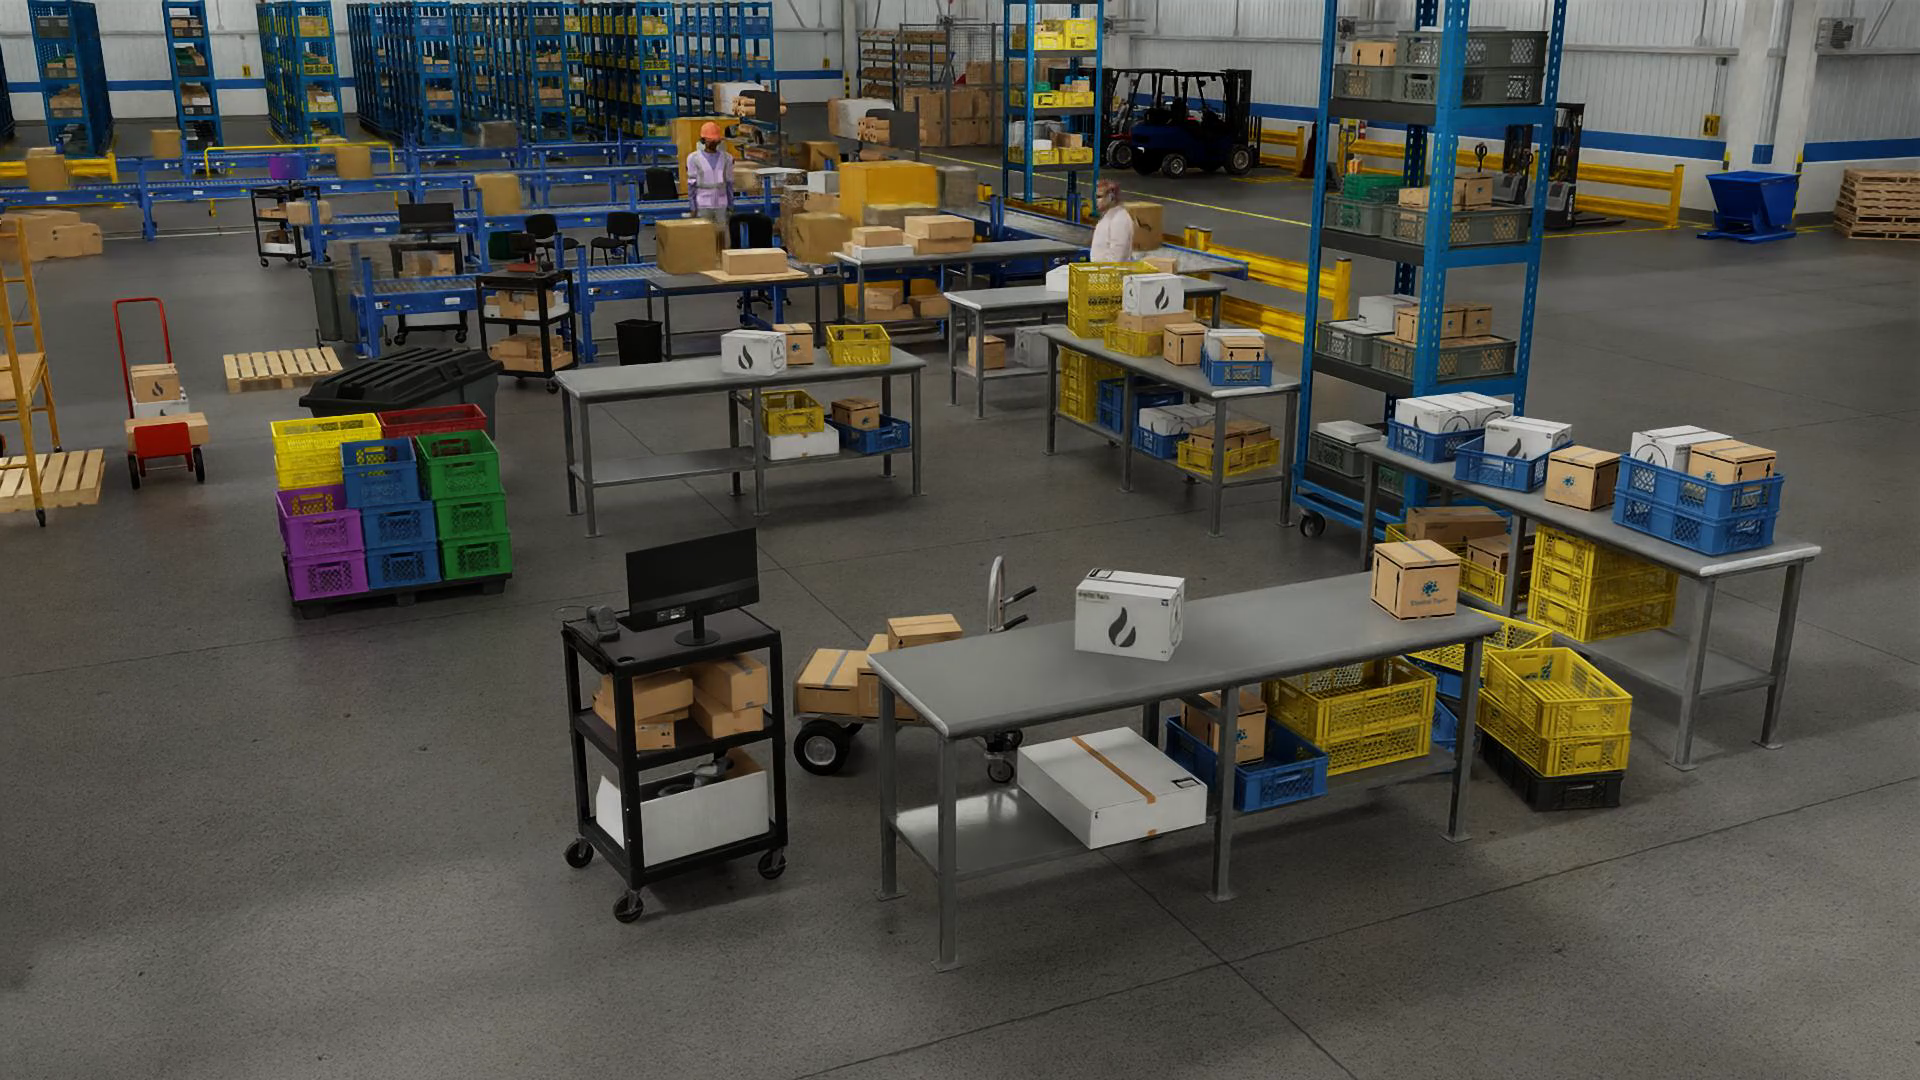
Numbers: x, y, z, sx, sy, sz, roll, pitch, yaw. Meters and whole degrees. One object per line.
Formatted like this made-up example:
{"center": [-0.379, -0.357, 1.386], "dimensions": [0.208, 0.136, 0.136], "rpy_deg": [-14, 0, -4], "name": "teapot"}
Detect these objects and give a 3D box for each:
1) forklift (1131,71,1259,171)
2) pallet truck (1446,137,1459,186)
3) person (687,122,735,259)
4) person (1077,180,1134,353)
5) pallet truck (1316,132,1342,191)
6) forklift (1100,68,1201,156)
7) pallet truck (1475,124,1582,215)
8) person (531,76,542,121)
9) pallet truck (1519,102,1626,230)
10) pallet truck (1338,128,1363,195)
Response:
{"center": [4.998, -8.936, 35.413], "dimensions": [2.680, 1.987, 1.157], "rpy_deg": [-9, 20, -25], "name": "forklift"}
{"center": [9.184, -6.485, 29.328], "dimensions": [1.630, 1.274, 0.653], "rpy_deg": [-8, 19, -23], "name": "pallet truck"}
{"center": [-3.140, -4.259, 21.105], "dimensions": [0.608, 2.047, 0.366], "rpy_deg": [-8, 19, -24], "name": "person"}
{"center": [1.373, -2.498, 15.882], "dimensions": [1.012, 1.842, 0.657], "rpy_deg": [-3, 18, -9], "name": "person"}
{"center": [7.723, -7.504, 32.656], "dimensions": [1.601, 1.201, 0.680], "rpy_deg": [-8, 19, -23], "name": "pallet truck"}
{"center": [4.082, -9.564, 37.410], "dimensions": [2.680, 1.987, 1.157], "rpy_deg": [-8, 19, -23], "name": "forklift"}
{"center": [9.707, -6.455, 28.103], "dimensions": [1.885, 1.965, 0.823], "rpy_deg": [-7, 19, -20], "name": "pallet truck"}
{"center": [-11.692, -12.070, 46.028], "dimensions": [0.389, 1.849, 0.565], "rpy_deg": [-7, 19, -22], "name": "person"}
{"center": [9.972, -6.037, 26.785], "dimensions": [1.885, 1.965, 0.823], "rpy_deg": [-9, 20, -25], "name": "pallet truck"}
{"center": [7.845, -7.140, 31.411], "dimensions": [1.522, 1.261, 0.704], "rpy_deg": [-9, 20, -25], "name": "pallet truck"}
